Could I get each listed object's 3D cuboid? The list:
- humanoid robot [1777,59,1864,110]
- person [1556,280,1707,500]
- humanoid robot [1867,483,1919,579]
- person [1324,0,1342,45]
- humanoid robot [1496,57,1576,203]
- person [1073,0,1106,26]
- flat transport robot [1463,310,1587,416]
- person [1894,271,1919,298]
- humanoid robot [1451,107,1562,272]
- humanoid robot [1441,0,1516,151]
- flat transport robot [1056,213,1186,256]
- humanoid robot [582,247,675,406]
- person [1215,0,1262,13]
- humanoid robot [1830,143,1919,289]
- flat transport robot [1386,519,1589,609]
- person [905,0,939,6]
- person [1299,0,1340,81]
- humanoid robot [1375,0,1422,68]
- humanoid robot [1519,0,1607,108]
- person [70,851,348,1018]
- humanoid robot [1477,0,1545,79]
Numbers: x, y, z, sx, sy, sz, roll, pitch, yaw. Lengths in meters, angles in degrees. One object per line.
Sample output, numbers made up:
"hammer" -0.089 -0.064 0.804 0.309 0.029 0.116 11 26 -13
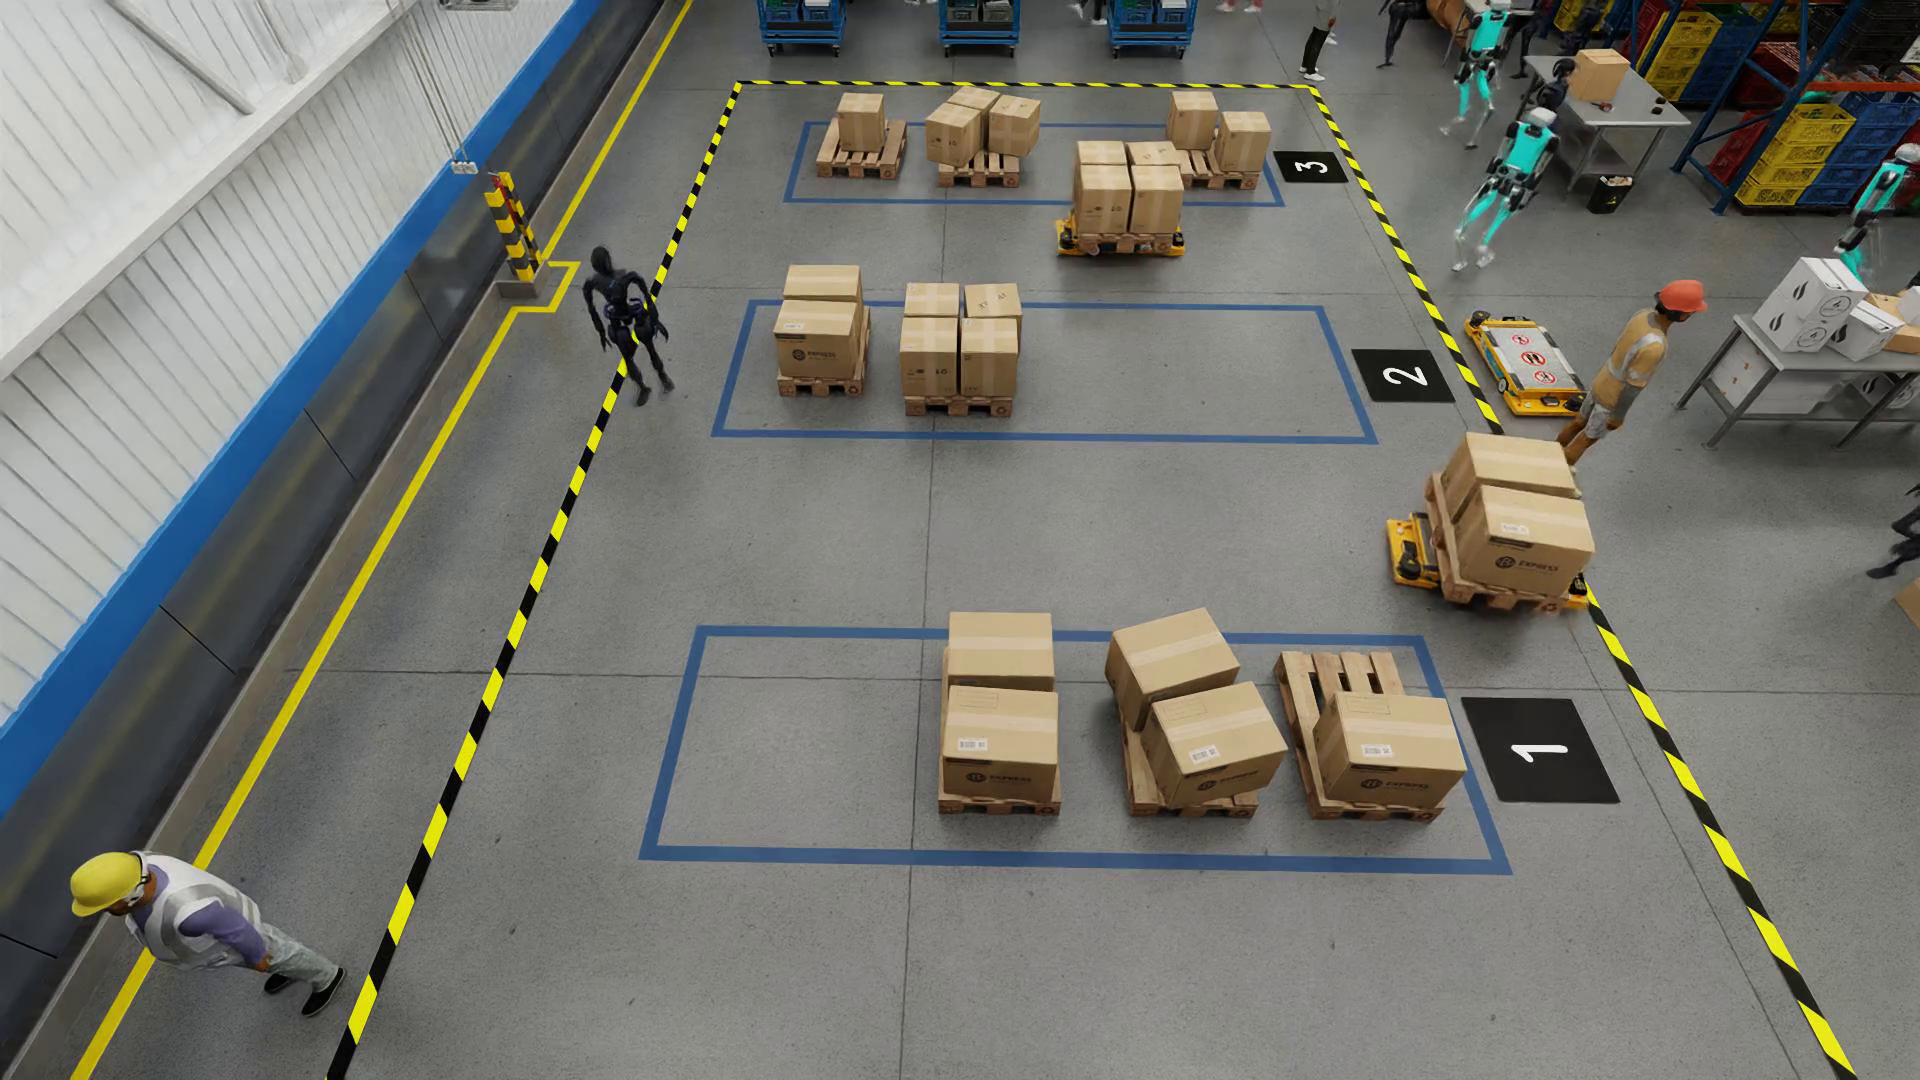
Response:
"humanoid robot" 10.841 -5.815 11.636 0.763 1.838 0.542 9 50 8
"person" 5.298 -1.191 7.389 0.365 2.048 0.607 14 51 12
"humanoid robot" 7.601 -0.302 6.869 0.484 1.643 0.609 -9 50 -7
"person" 5.840 -8.536 13.944 0.286 1.745 0.490 10 50 8
"humanoid robot" 6.814 -4.764 10.730 0.591 1.634 0.576 -35 58 -26
"person" 2.157 -9.026 14.299 0.523 1.851 0.538 -9 50 -8
"flat transport robot" 5.573 -1.757 9.054 0.659 0.231 1.431 1 49 1
"person" 10.361 -3.172 9.246 0.334 1.837 0.507 -31 56 -24
"humanoid robot" 5.649 -3.577 9.666 0.918 1.768 0.540 -34 57 -26
"humanoid robot" 6.640 -5.805 11.629 0.538 1.781 1.020 -4 49 -4
"flat transport robot" 1.850 -3.558 10.595 1.431 0.197 0.652 1 49 1
"humanoid robot" -2.988 -1.963 8.306 0.609 1.640 0.440 -14 51 -12
"person" 4.652 -9.410 14.613 0.911 1.874 0.616 -16 51 -13
"humanoid robot" 9.153 -2.928 9.151 0.840 1.856 0.547 36 58 27
"flat transport robot" 4.243 0.142 7.392 1.431 0.197 0.652 8 50 7
"person" -0.618 -9.720 14.912 0.663 1.839 0.341 -4 49 -3
"person" 5.246 -7.548 13.019 0.376 1.853 0.589 0 49 0
"humanoid robot" 6.556 -7.880 13.455 0.599 1.612 0.750 -1 49 -1
"humanoid robot" 8.291 -6.641 12.388 0.586 1.623 0.794 -34 57 -26
"person" -3.835 2.036 4.736 0.598 1.830 0.403 21 52 17
"humanoid robot" 8.054 -7.459 13.080 0.773 1.622 0.600 -4 49 -3
